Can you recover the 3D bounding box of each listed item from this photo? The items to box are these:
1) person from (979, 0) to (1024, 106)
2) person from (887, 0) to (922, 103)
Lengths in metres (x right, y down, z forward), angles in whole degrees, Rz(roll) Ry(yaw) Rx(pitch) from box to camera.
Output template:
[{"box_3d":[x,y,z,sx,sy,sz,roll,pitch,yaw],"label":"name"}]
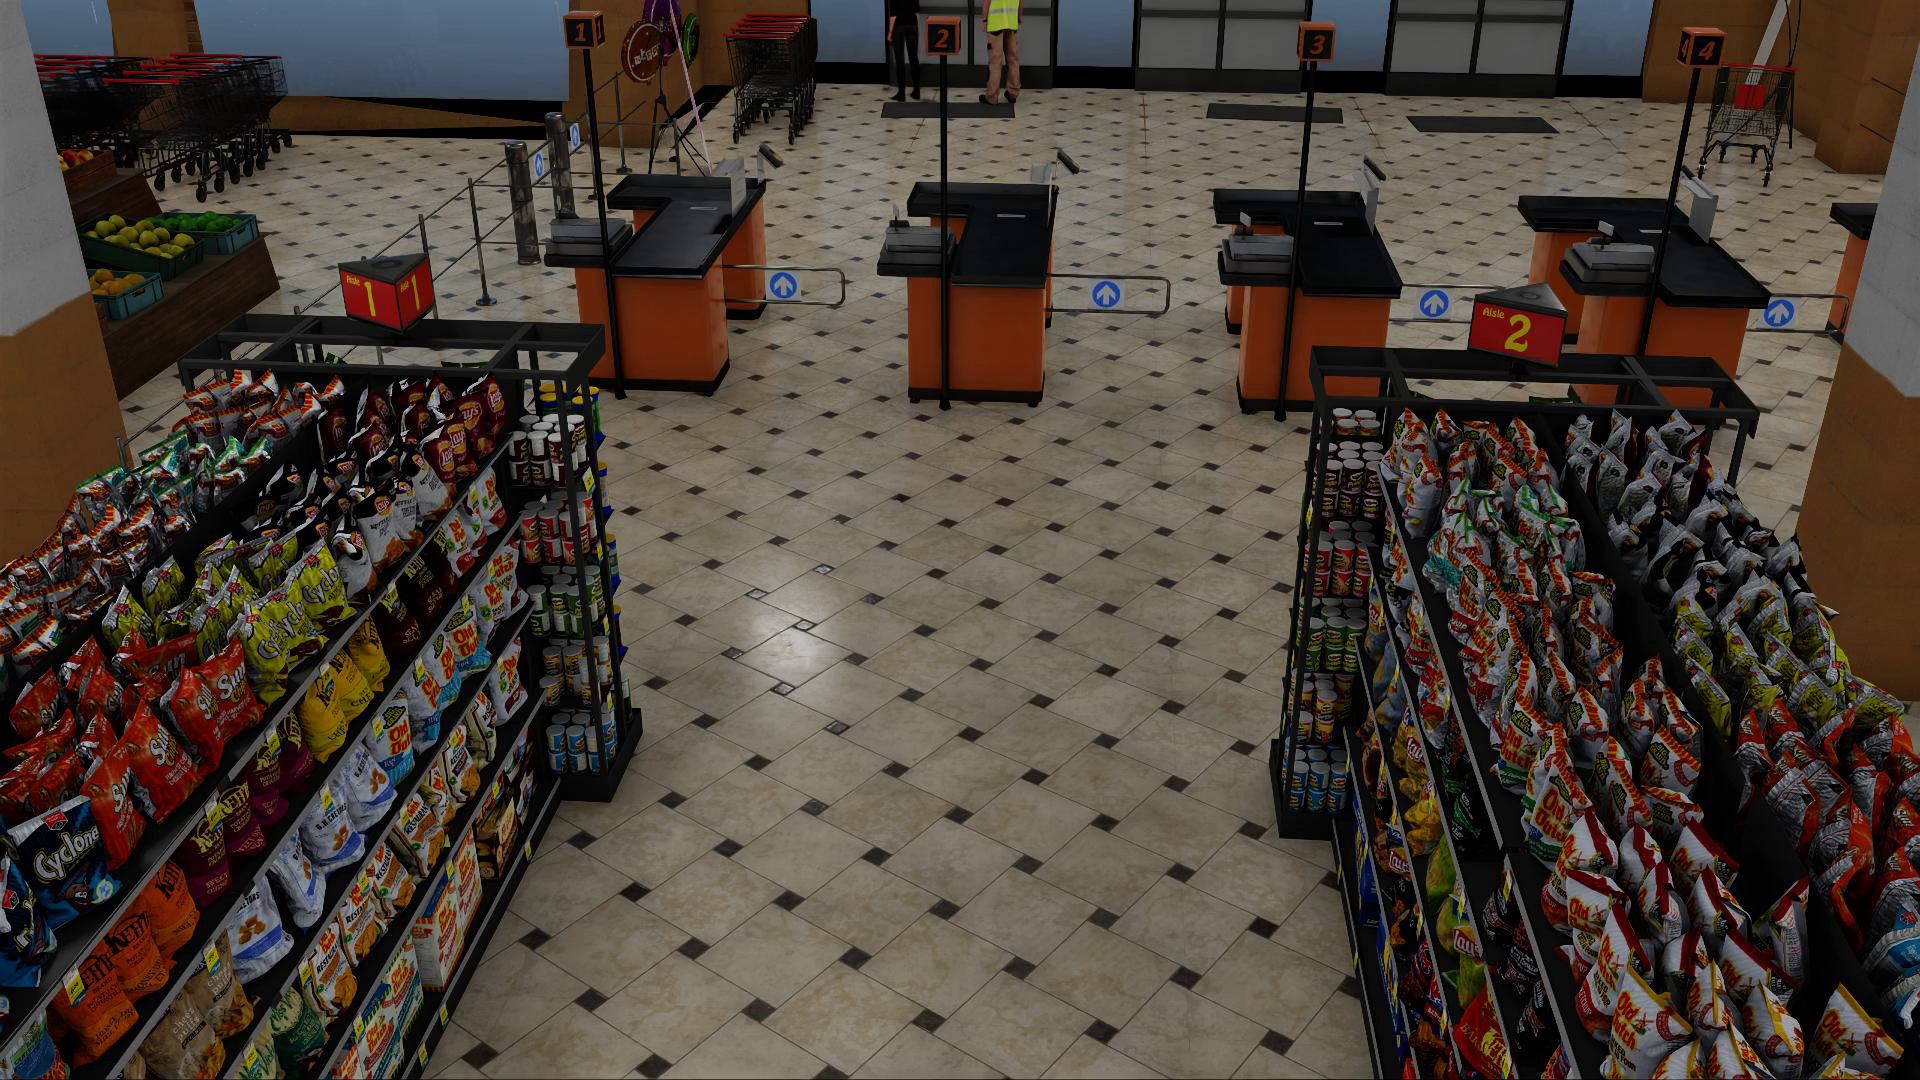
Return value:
[{"box_3d":[0.478,-5.985,19.234,0.847,1.847,0.893,-14,30,-25],"label":"person"},{"box_3d":[-0.643,-5.988,19.468,0.664,1.641,0.694,-15,31,-28],"label":"person"}]
